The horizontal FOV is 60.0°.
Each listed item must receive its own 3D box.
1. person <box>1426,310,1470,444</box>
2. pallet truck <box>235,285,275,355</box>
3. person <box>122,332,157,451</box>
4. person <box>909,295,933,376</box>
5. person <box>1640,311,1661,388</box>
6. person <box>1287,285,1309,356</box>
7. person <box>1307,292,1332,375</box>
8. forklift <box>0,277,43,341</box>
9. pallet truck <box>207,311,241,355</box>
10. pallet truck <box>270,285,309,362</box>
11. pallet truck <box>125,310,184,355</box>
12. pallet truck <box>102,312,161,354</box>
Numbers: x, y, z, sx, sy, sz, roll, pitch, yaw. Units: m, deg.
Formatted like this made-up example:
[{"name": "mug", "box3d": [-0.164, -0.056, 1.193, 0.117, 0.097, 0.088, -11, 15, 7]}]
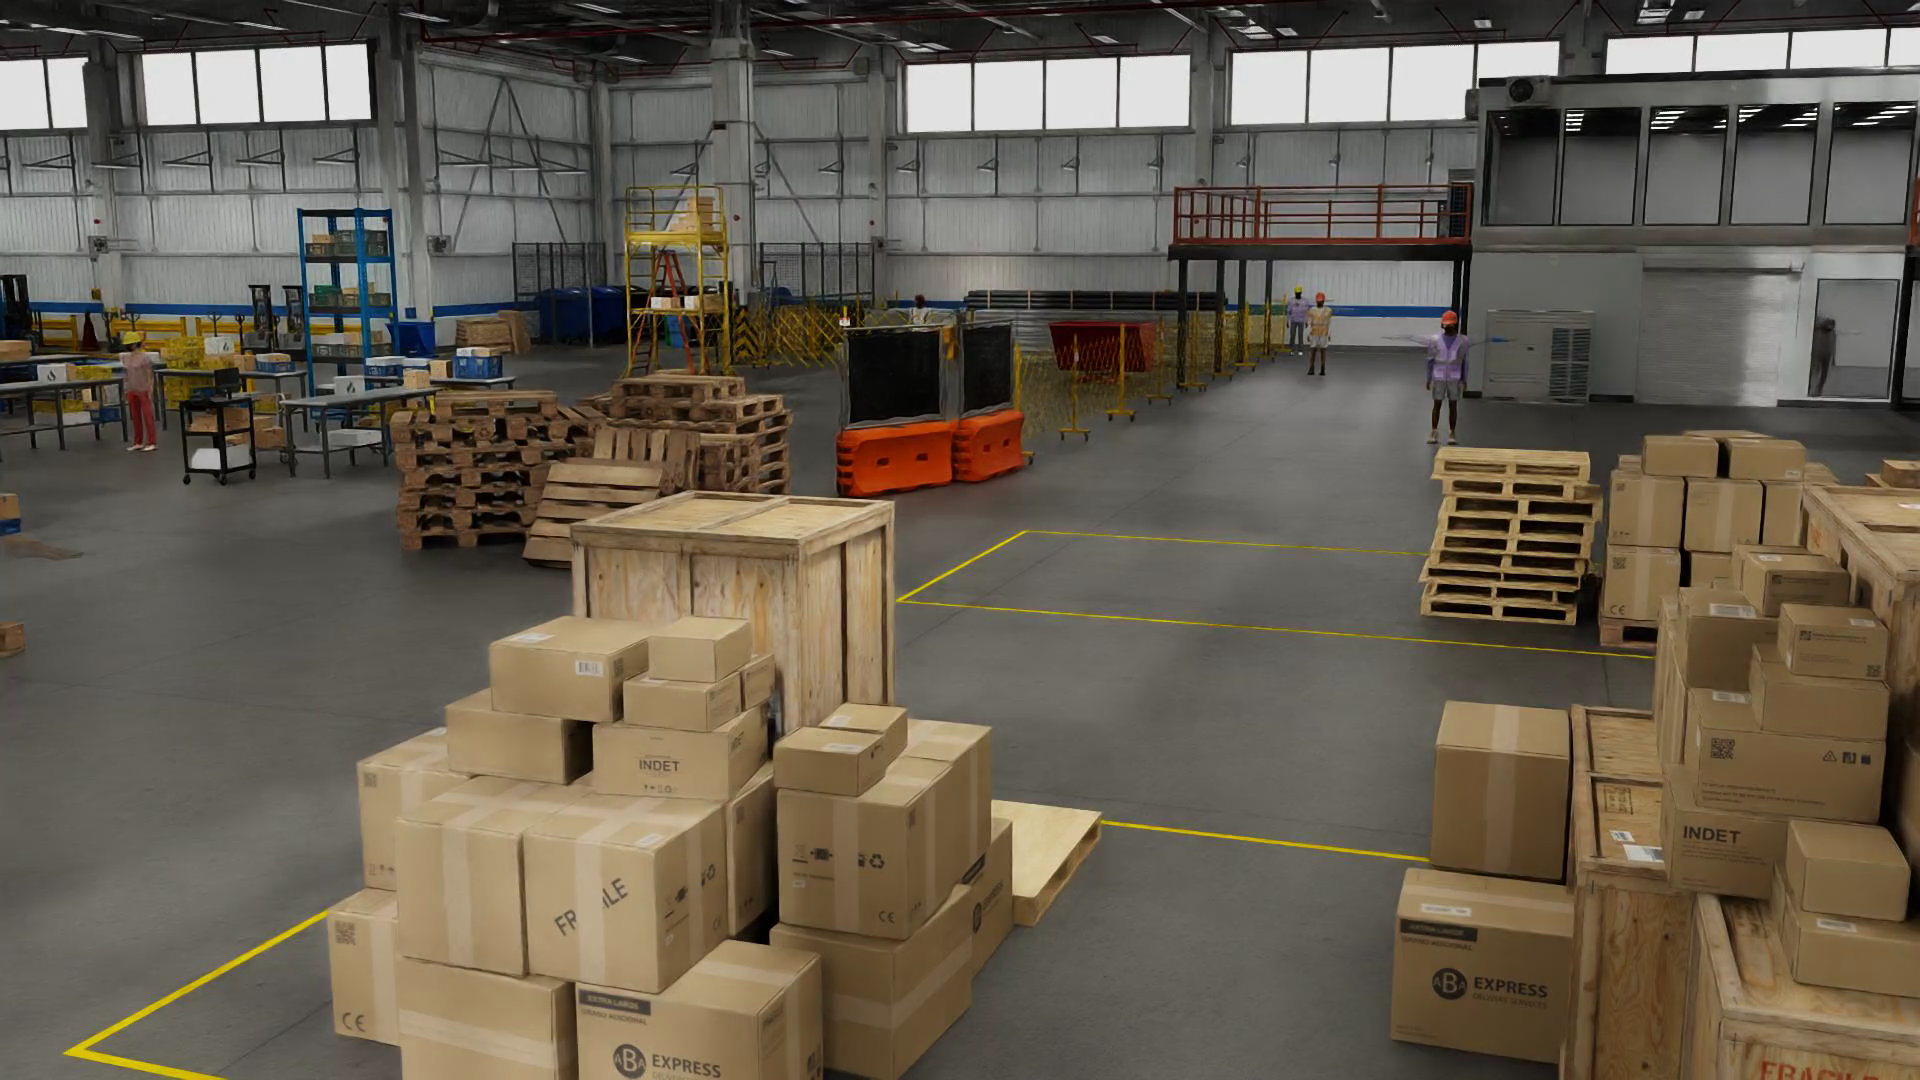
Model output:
[{"name": "person", "box3d": [7.420, -2.468, 25.333, 0.615, 2.040, 0.391, 3, 11, 19]}, {"name": "pallet truck", "box3d": [-18.327, -5.835, 44.421, 0.823, 1.965, 1.885, 4, 11, 23]}, {"name": "person", "box3d": [-12.119, -2.179, 24.494, 0.533, 1.765, 0.330, 3, 11, 19]}, {"name": "person", "box3d": [-0.925, -4.752, 38.641, 0.584, 1.882, 0.337, 3, 11, 19]}, {"name": "person", "box3d": [13.479, -3.655, 32.488, 0.534, 1.868, 0.309, 3, 11, 19]}, {"name": "person", "box3d": [9.261, -6.018, 45.650, 0.594, 1.924, 0.382, 3, 11, 19]}, {"name": "person", "box3d": [8.382, -4.809, 38.823, 0.551, 1.932, 0.378, 3, 11, 19]}, {"name": "forklift", "box3d": [-27.151, -6.329, 46.328, 1.157, 1.987, 2.680, 3, 11, 17]}, {"name": "pallet truck", "box3d": [-19.537, -5.575, 44.913, 0.653, 1.274, 1.630, 3, 11, 19]}, {"name": "pallet truck", "box3d": [-17.147, -5.700, 43.663, 0.823, 1.965, 1.885, 3, 11, 17]}, {"name": "pallet truck", "box3d": [-22.038, -5.665, 45.457, 0.704, 1.261, 1.522, 3, 11, 17]}, {"name": "pallet truck", "box3d": [-23.057, -5.777, 46.261, 0.680, 1.201, 1.601, 3, 11, 19]}]
